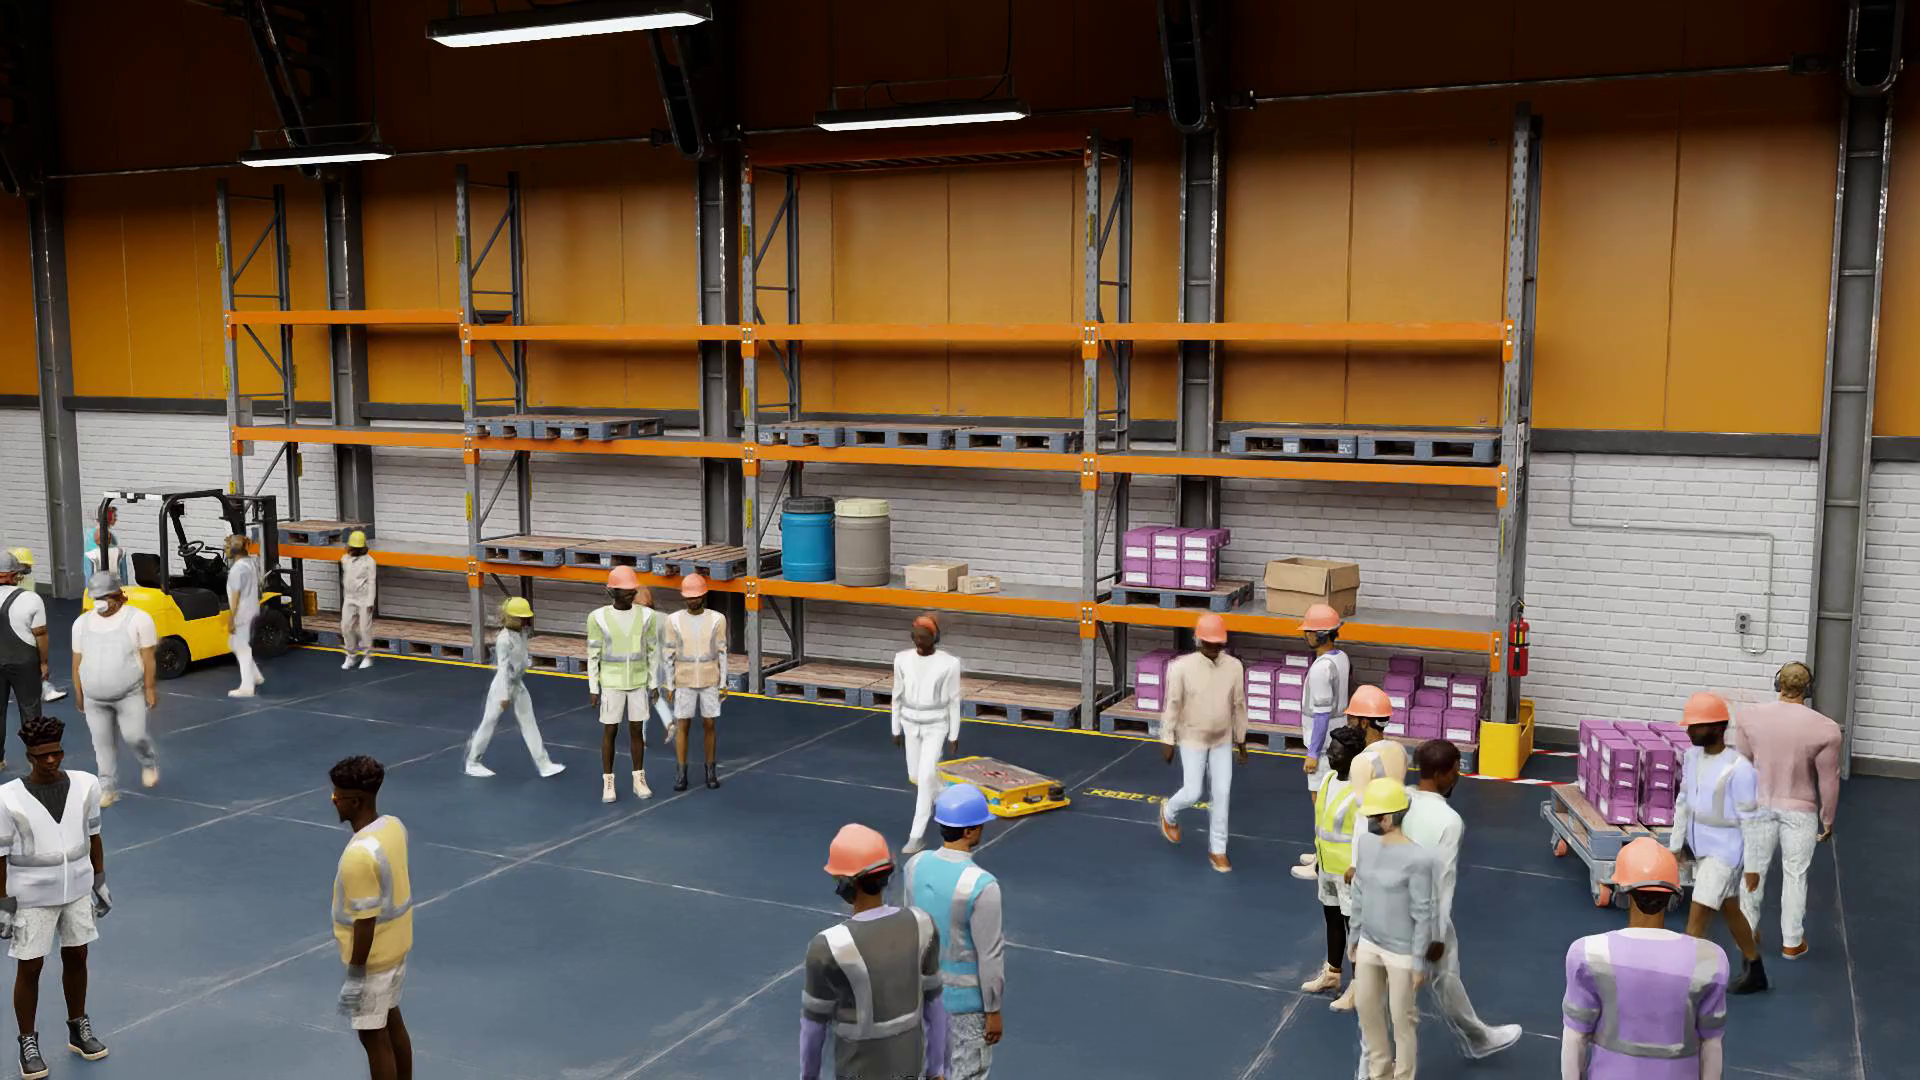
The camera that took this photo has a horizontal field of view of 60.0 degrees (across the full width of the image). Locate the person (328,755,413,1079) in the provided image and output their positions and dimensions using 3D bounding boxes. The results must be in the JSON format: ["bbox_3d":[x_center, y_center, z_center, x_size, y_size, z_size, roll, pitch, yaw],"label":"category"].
[{"bbox_3d":[-2.893,2.018,8.190,0.364,1.962,0.614,0,7,-3],"label":"person"}]

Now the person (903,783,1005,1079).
[{"bbox_3d":[-0.015,2.084,7.711,0.404,1.948,0.605,-6,9,-42],"label":"person"}]

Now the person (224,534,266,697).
[{"bbox_3d":[-7.988,0.841,18.439,0.400,1.835,0.537,-1,7,-6],"label":"person"}]

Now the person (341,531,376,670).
[{"bbox_3d":[-7.201,0.721,19.973,0.517,1.692,0.531,2,7,14],"label":"person"}]

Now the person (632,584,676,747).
[{"bbox_3d":[-3.013,1.237,16.097,0.502,1.613,0.537,-5,9,-38],"label":"person"}]

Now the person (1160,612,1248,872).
[{"bbox_3d":[1.825,1.483,12.608,0.652,1.966,0.679,-2,7,-16],"label":"person"}]

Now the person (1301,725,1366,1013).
[{"bbox_3d":[2.277,1.941,9.916,0.318,1.700,0.535,-2,7,-19],"label":"person"}]

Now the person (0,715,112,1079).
[{"bbox_3d":[-4.946,1.912,9.059,0.361,1.963,0.613,5,9,37],"label":"person"}]

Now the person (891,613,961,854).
[{"bbox_3d":[-0.241,1.475,13.153,0.581,1.857,0.854,3,8,24],"label":"person"}]

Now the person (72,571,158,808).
[{"bbox_3d":[-7.244,1.249,14.233,0.700,2.000,0.615,-1,7,-5],"label":"person"}]

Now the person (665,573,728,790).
[{"bbox_3d":[-2.321,1.248,14.669,0.551,1.934,0.373,-1,7,-12],"label":"person"}]

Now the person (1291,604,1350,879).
[{"bbox_3d":[2.660,1.484,12.295,0.379,2.041,0.615,3,8,25],"label":"person"}]

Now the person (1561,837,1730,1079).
[{"bbox_3d":[2.686,2.182,6.585,0.602,2.035,0.406,2,7,13],"label":"person"}]

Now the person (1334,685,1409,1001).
[{"bbox_3d":[2.434,1.823,9.918,0.373,1.934,0.551,6,9,39],"label":"person"}]

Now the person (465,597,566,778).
[{"bbox_3d":[-4.058,1.338,14.990,0.969,1.678,0.488,2,7,14],"label":"person"}]

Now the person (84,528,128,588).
[{"bbox_3d":[-10.645,0.660,20.758,0.315,1.637,0.514,6,9,42],"label":"person"}]

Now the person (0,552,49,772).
[{"bbox_3d":[-8.761,1.115,15.347,0.684,2.000,0.535,-2,7,-15],"label":"person"}]

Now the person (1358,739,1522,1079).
[{"bbox_3d":[2.569,1.973,8.965,0.977,1.860,0.590,-4,8,-30],"label":"person"}]

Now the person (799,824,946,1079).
[{"bbox_3d":[-0.412,2.154,6.848,0.600,2.012,0.770,-6,9,-43],"label":"person"}]

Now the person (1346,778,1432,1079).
[{"bbox_3d":[2.177,2.087,8.528,0.360,1.759,0.531,-4,8,-29],"label":"person"}]

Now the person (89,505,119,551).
[{"bbox_3d":[-11.117,0.457,21.696,0.444,1.820,0.560,-7,10,-44],"label":"person"}]

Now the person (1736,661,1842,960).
[{"bbox_3d":[5.311,1.733,10.722,0.630,1.934,0.368,6,9,40],"label":"person"}]

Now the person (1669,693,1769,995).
[{"bbox_3d":[4.484,1.848,9.981,1.037,1.869,0.565,-1,7,-12],"label":"person"}]

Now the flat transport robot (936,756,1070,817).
[{"bbox_3d":[0.252,2.106,14.403,0.652,0.197,1.431,-5,8,-36],"label":"flat transport robot"}]

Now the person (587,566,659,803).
[{"bbox_3d":[-2.892,1.235,14.343,0.615,2.043,0.373,-3,8,-25],"label":"person"}]

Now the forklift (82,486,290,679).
[{"bbox_3d":[-9.426,0.454,20.179,1.214,2.155,2.313,3,8,26],"label":"forklift"}]

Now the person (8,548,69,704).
[{"bbox_3d":[-10.166,0.951,18.033,0.942,1.712,0.534,3,7,21],"label":"person"}]
